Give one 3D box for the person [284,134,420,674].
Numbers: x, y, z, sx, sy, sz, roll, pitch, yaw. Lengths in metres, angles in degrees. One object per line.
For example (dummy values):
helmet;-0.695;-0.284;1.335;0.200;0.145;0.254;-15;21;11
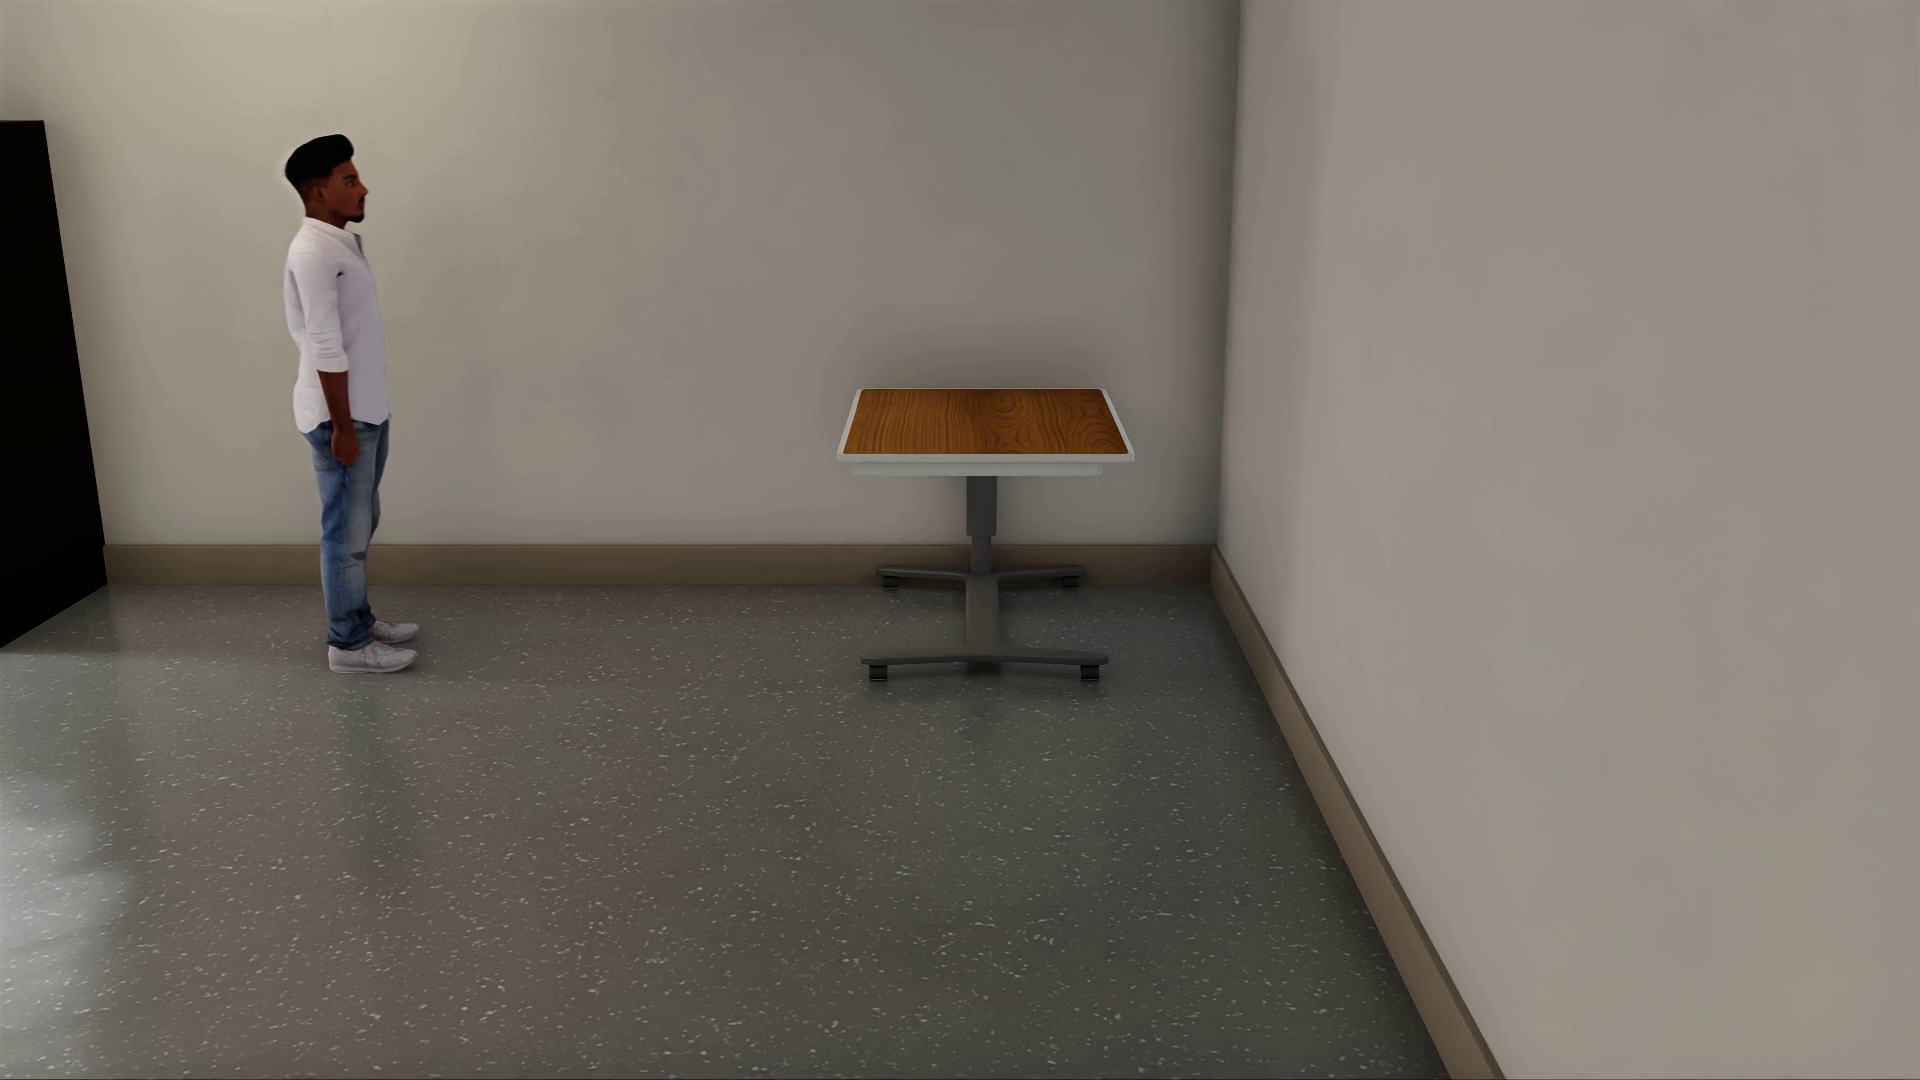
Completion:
person;-2.117;-0.466;5.704;0.638;1.814;0.690;-4;16;-12
